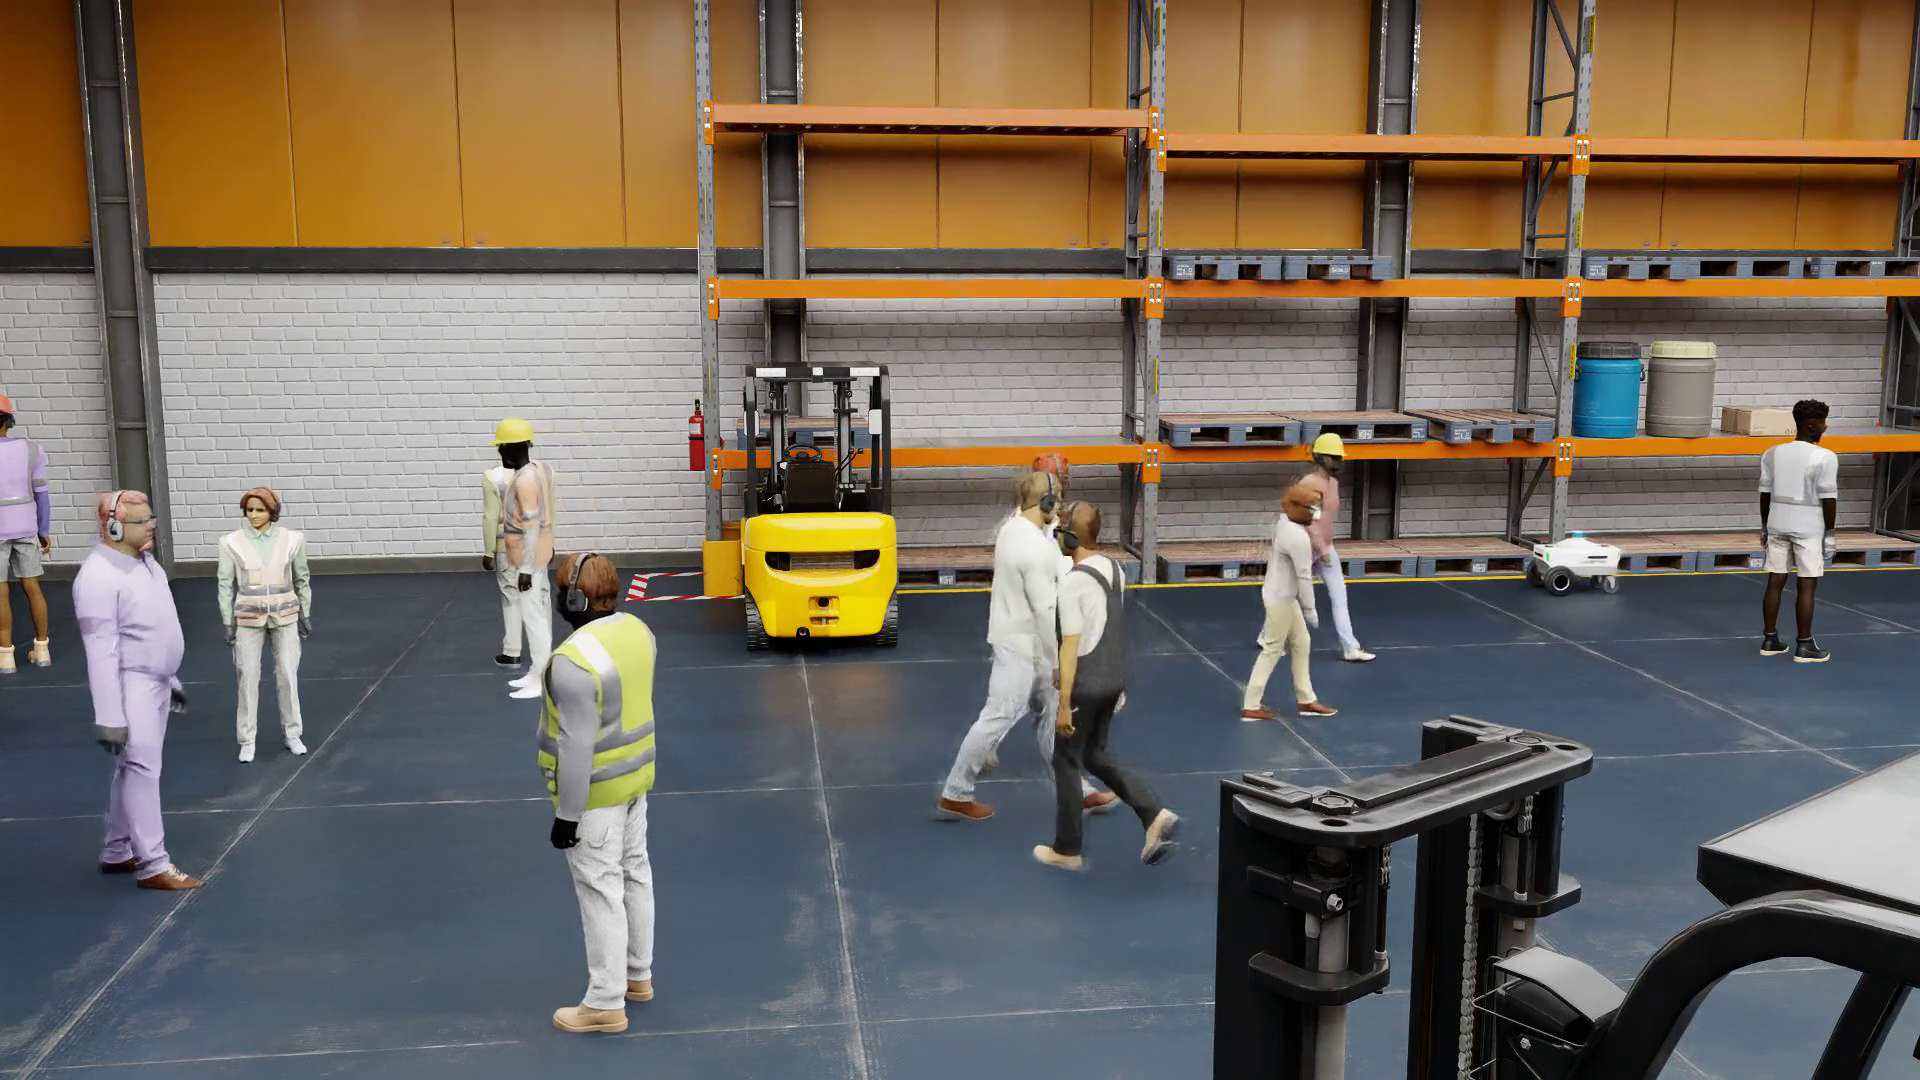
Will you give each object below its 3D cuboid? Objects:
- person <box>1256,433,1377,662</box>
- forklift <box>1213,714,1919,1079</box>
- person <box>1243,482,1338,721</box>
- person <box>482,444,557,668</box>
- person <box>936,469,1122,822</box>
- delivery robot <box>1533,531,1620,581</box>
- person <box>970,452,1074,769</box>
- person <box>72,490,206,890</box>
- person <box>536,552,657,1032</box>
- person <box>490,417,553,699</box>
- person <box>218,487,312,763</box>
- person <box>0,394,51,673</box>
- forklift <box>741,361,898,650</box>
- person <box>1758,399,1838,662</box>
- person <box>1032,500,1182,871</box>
[{"bbox_3d":[2.645,0.055,12.406,0.524,1.716,0.936,-9,13,-43],"label":"person"},{"bbox_3d":[1.441,1.425,2.350,1.214,2.155,2.313,-7,12,-39],"label":"forklift"},{"bbox_3d":[2.145,0.404,10.619,0.672,1.584,0.567,1,9,6],"label":"person"},{"bbox_3d":[-3.241,0.029,12.219,0.586,1.824,0.403,-8,12,-42],"label":"person"},{"bbox_3d":[0.346,0.567,8.727,1.012,1.881,0.627,-1,9,-6],"label":"person"},{"bbox_3d":[5.584,0.159,15.058,0.707,0.478,0.477,0,9,-3],"label":"delivery robot"},{"bbox_3d":[0.421,0.421,9.667,0.806,1.864,0.587,-4,10,-26],"label":"person"},{"bbox_3d":[-3.874,0.717,7.837,0.651,1.914,0.681,-1,9,-8],"label":"person"},{"bbox_3d":[-1.391,0.957,6.373,0.430,1.844,0.624,2,9,15],"label":"person"},{"bbox_3d":[-2.976,0.118,11.342,0.386,1.923,0.593,-2,9,-13],"label":"person"},{"bbox_3d":[-4.122,0.494,9.898,0.514,1.636,0.315,-5,10,-29],"label":"person"},{"bbox_3d":[-6.938,-0.057,12.077,0.383,2.038,0.615,6,11,35],"label":"person"},{"bbox_3d":[-1.154,-0.340,13.365,1.214,2.155,2.313,-1,9,-7],"label":"forklift"},{"bbox_3d":[6.264,-0.073,12.427,0.373,1.960,0.601,-5,10,-28],"label":"person"},{"bbox_3d":[0.683,0.717,7.941,0.651,1.822,0.548,6,11,35],"label":"person"}]
